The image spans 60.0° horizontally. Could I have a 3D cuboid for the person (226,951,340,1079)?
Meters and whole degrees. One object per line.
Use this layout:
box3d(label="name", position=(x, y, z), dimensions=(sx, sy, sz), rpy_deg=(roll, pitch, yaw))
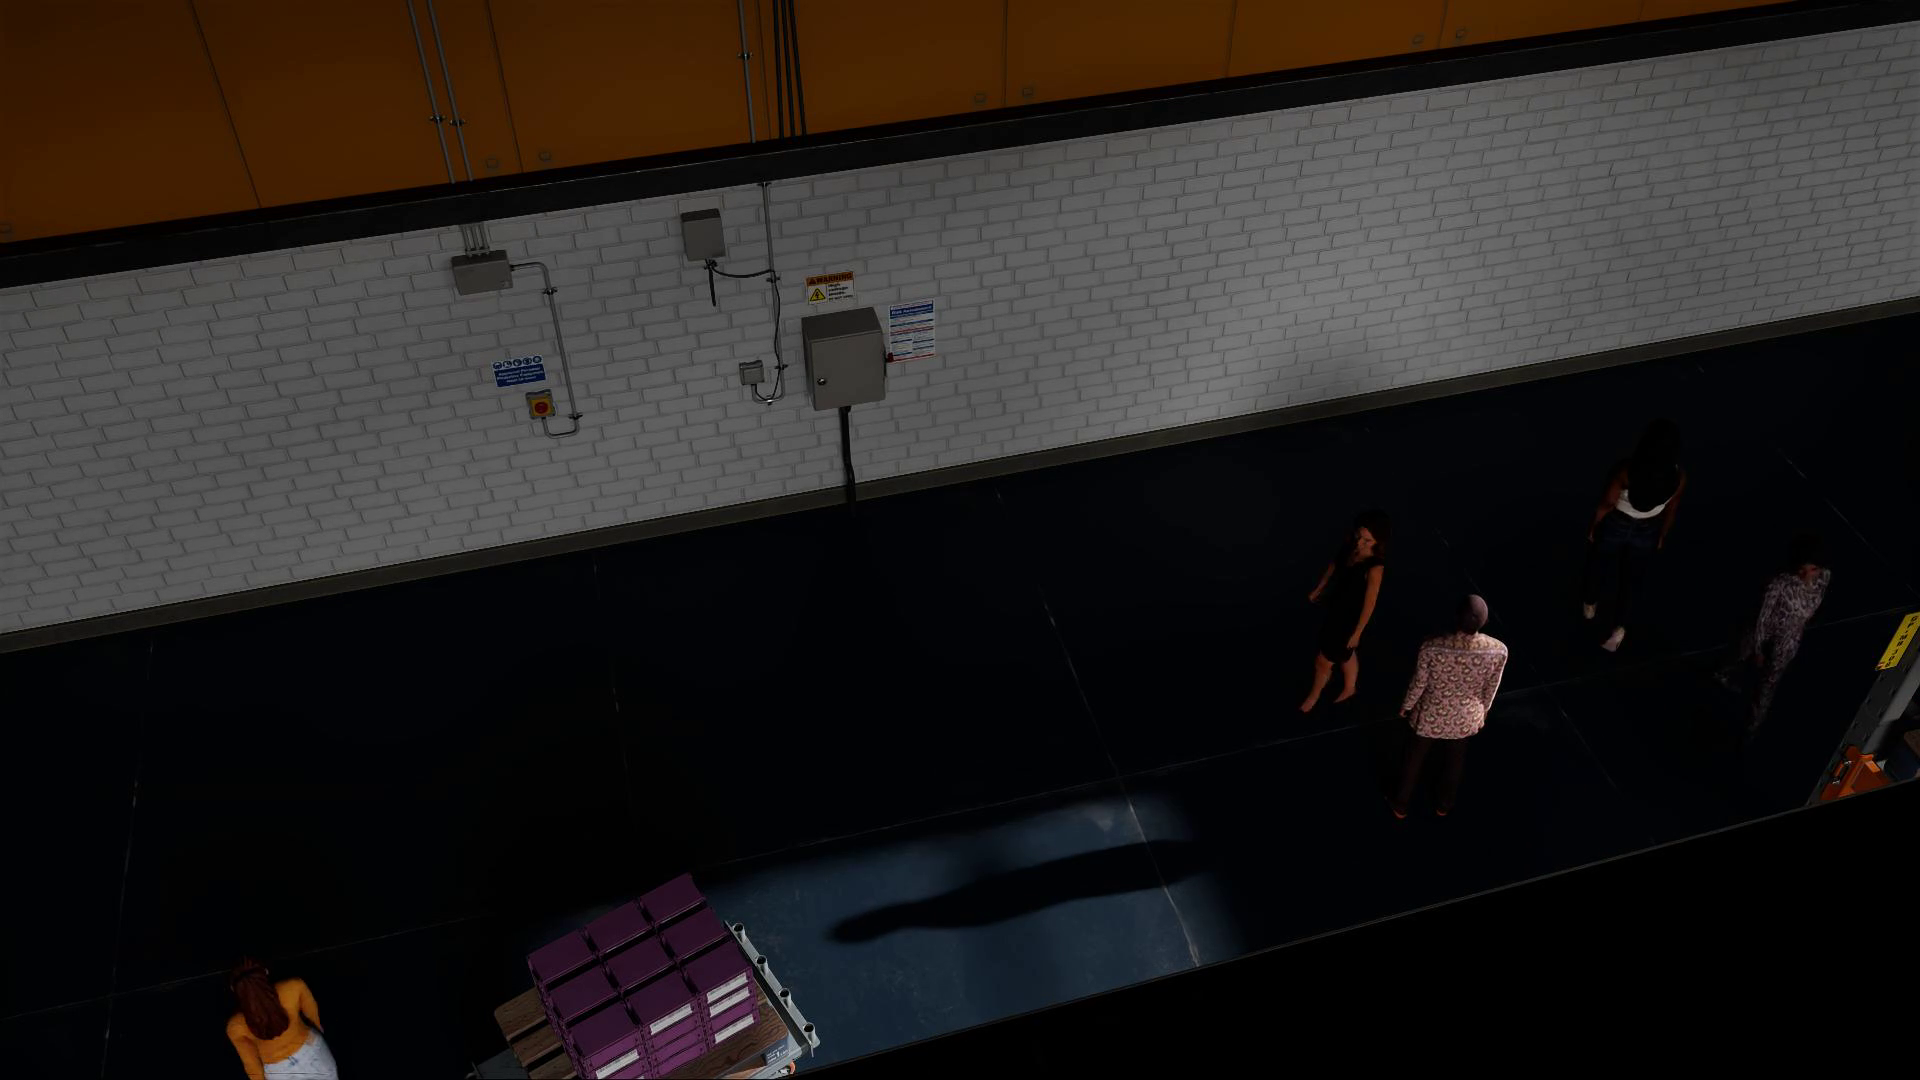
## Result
box3d(label="person", position=(-3.187, 2.623, 8.090), dimensions=(0.884, 1.714, 1.122), rpy_deg=(-32, 52, -29))

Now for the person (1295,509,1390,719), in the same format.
box3d(label="person", position=(2.453, 0.491, 10.252), dimensions=(0.713, 1.820, 0.599), rpy_deg=(-3, 44, -3))

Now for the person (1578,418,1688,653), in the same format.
box3d(label="person", position=(4.335, -0.006, 10.798), dimensions=(0.948, 1.787, 1.120), rpy_deg=(10, 44, 10))

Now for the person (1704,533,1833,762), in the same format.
box3d(label="person", position=(5.019, 0.529, 10.322), dimensions=(0.828, 1.668, 1.083), rpy_deg=(-3, 44, -3))

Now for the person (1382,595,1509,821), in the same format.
box3d(label="person", position=(2.840, 0.996, 9.730), dimensions=(0.742, 1.808, 0.692), rpy_deg=(1, 44, 1))
